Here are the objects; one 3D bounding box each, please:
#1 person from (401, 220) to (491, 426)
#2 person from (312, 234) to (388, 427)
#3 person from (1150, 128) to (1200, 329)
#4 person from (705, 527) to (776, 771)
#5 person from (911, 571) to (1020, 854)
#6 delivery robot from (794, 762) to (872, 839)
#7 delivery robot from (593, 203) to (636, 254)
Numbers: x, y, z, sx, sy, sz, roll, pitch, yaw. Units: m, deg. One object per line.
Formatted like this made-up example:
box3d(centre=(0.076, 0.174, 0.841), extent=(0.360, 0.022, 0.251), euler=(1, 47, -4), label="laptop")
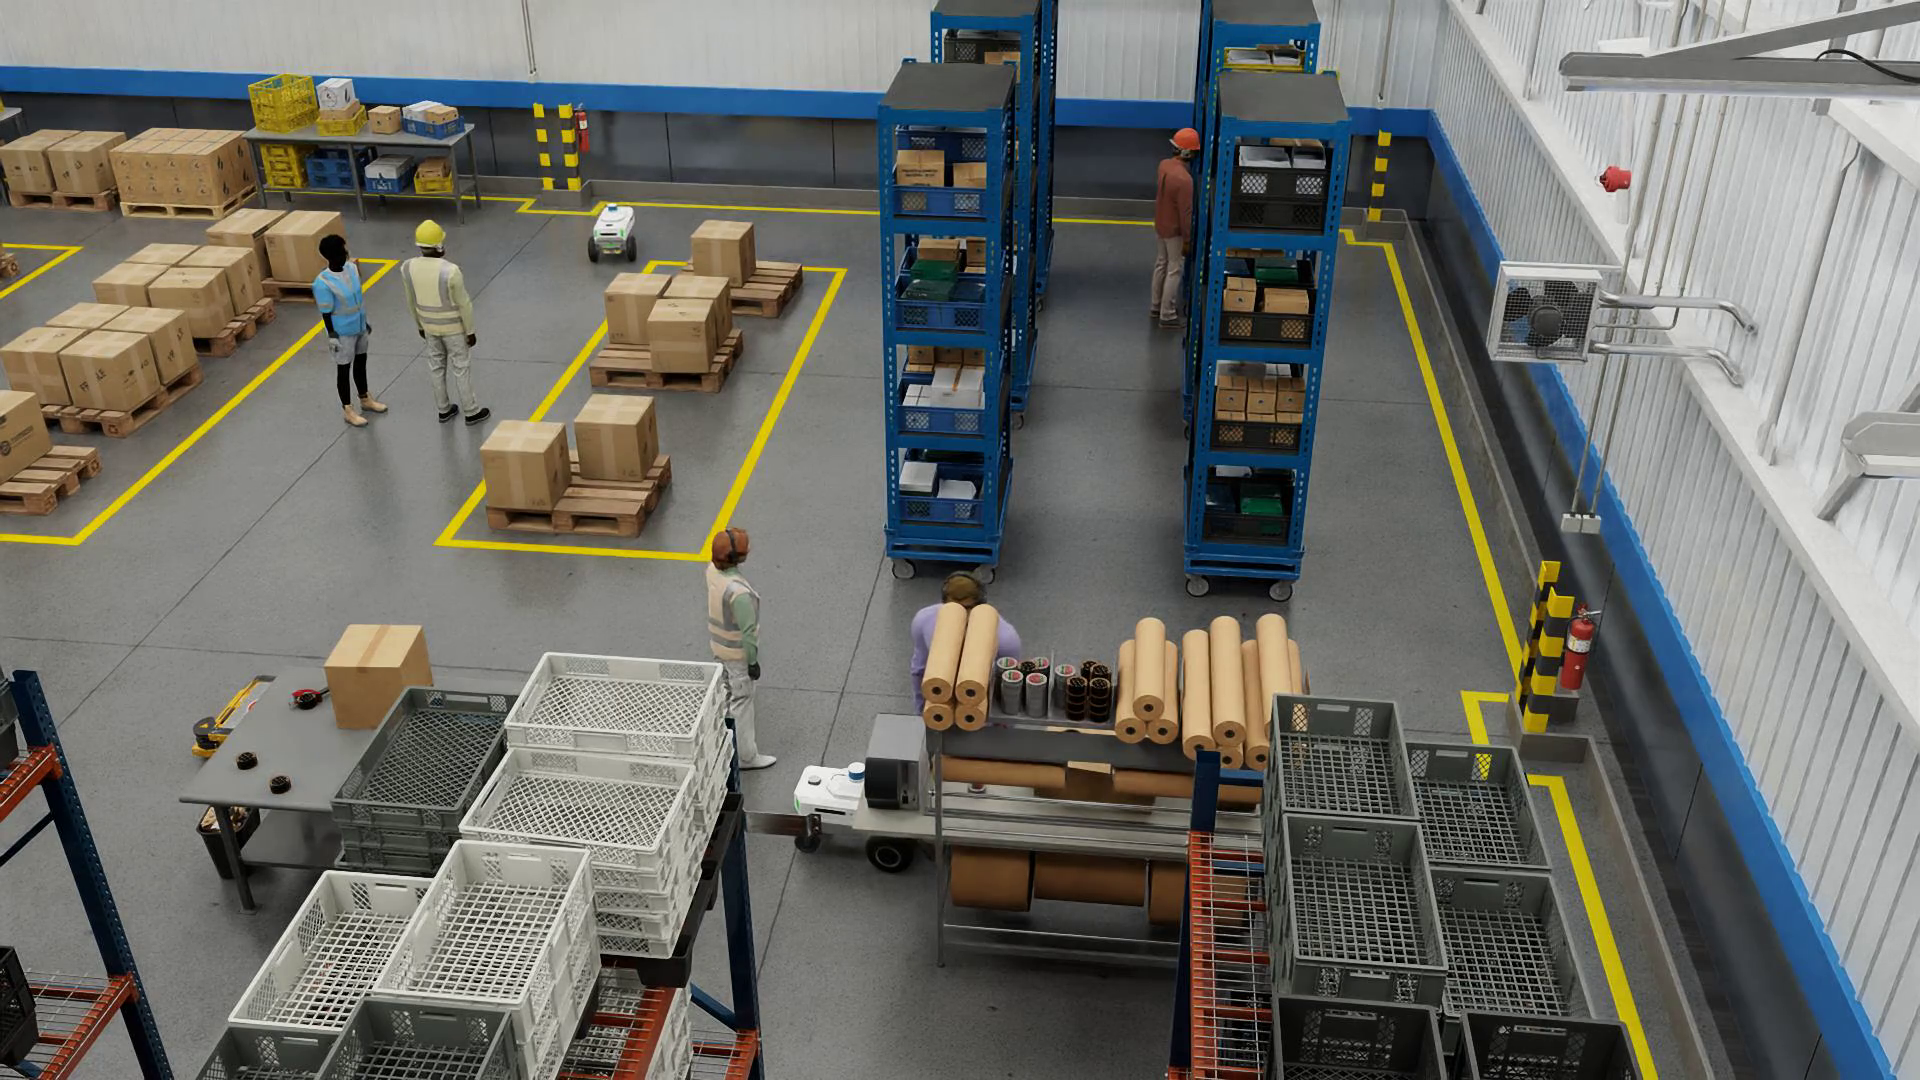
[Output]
box3d(centre=(-4.423, -1.862, 14.299), extent=(0.593, 1.837, 0.404), euler=(9, 31, 15), label="person")
box3d(centre=(-5.288, -1.827, 14.375), extent=(0.316, 1.697, 0.542), euler=(9, 31, 15), label="person")
box3d(centre=(2.099, -3.021, 16.153), extent=(0.411, 1.980, 0.625), euler=(-10, 32, -16), label="person")
box3d(centre=(-1.369, 0.658, 10.164), extent=(0.310, 1.638, 0.522), euler=(-17, 34, -27), label="person")
box3d(centre=(0.020, 0.984, 9.325), extent=(0.626, 1.931, 0.383), euler=(11, 32, 18), label="person")
box3d(centre=(-0.594, 1.514, 9.675), extent=(0.707, 0.478, 0.477), euler=(6, 31, 10), label="delivery robot")
box3d(centre=(-3.774, -3.431, 18.169), extent=(0.477, 0.478, 0.707), euler=(0, 30, 0), label="delivery robot")
